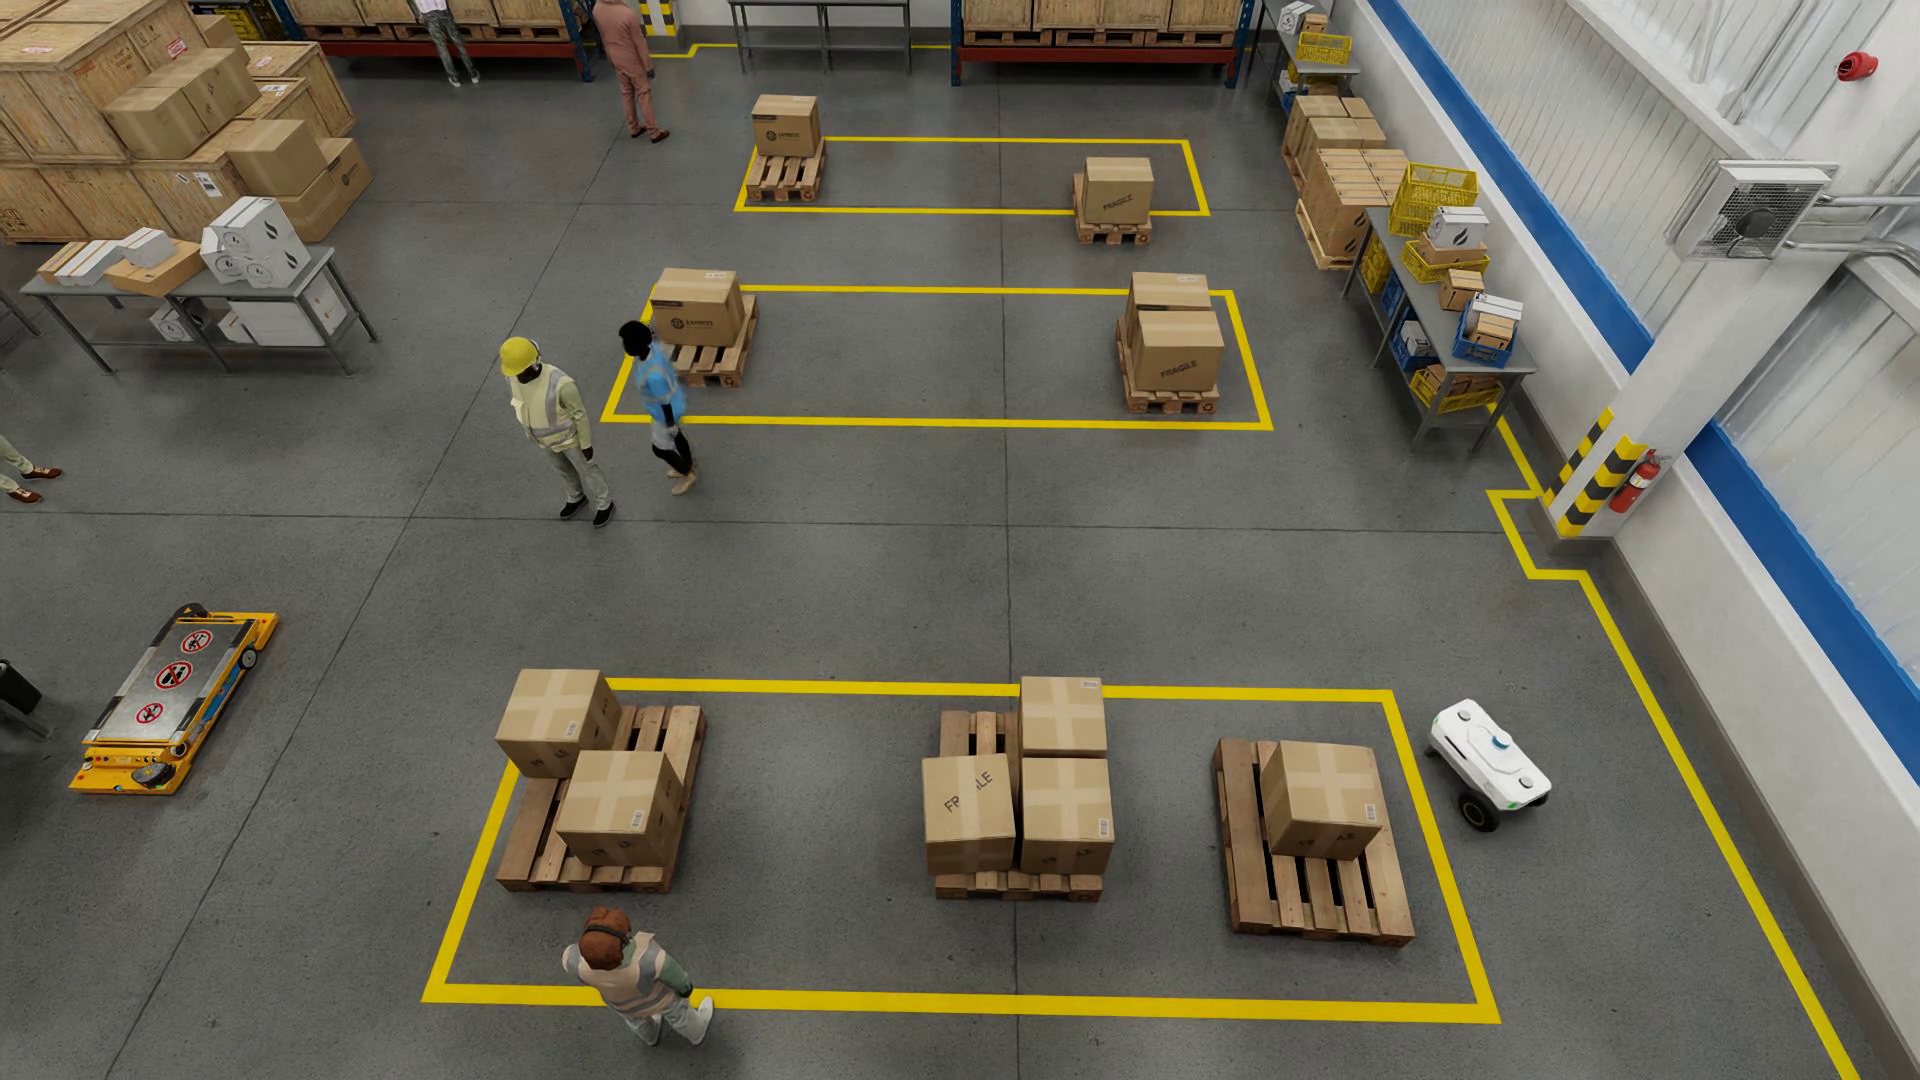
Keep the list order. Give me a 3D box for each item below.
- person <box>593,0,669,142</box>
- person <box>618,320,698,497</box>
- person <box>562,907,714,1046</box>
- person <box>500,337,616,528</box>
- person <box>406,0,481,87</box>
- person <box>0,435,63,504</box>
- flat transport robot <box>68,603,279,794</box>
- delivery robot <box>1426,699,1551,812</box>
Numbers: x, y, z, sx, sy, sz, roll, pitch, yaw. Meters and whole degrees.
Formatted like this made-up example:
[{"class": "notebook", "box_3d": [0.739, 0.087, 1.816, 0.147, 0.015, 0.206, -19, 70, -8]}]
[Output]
[{"class": "person", "box_3d": [-4.054, -5.908, 11.293, 0.652, 1.902, 0.400, 21, 53, 17]}, {"class": "person", "box_3d": [-2.397, -1.062, 7.327, 0.387, 1.694, 0.569, -14, 51, -12]}, {"class": "person", "box_3d": [-1.584, 2.229, 4.578, 0.511, 1.631, 0.310, 1, 50, 1]}, {"class": "person", "box_3d": [-3.091, -0.812, 7.027, 0.588, 1.823, 0.403, 15, 51, 12]}, {"class": "person", "box_3d": [-7.057, -7.130, 12.311, 0.590, 1.920, 0.399, -19, 52, -16]}, {"class": "person", "box_3d": [-7.973, -1.071, 7.220, 0.330, 1.865, 0.518, 0, 50, 0]}, {"class": "flat transport robot", "box_3d": [-5.504, 1.072, 6.442, 0.652, 0.197, 1.431, 1, 50, 1]}, {"class": "delivery robot", "box_3d": [3.408, 1.393, 5.926, 0.477, 0.478, 0.707, -20, 52, -16]}]
